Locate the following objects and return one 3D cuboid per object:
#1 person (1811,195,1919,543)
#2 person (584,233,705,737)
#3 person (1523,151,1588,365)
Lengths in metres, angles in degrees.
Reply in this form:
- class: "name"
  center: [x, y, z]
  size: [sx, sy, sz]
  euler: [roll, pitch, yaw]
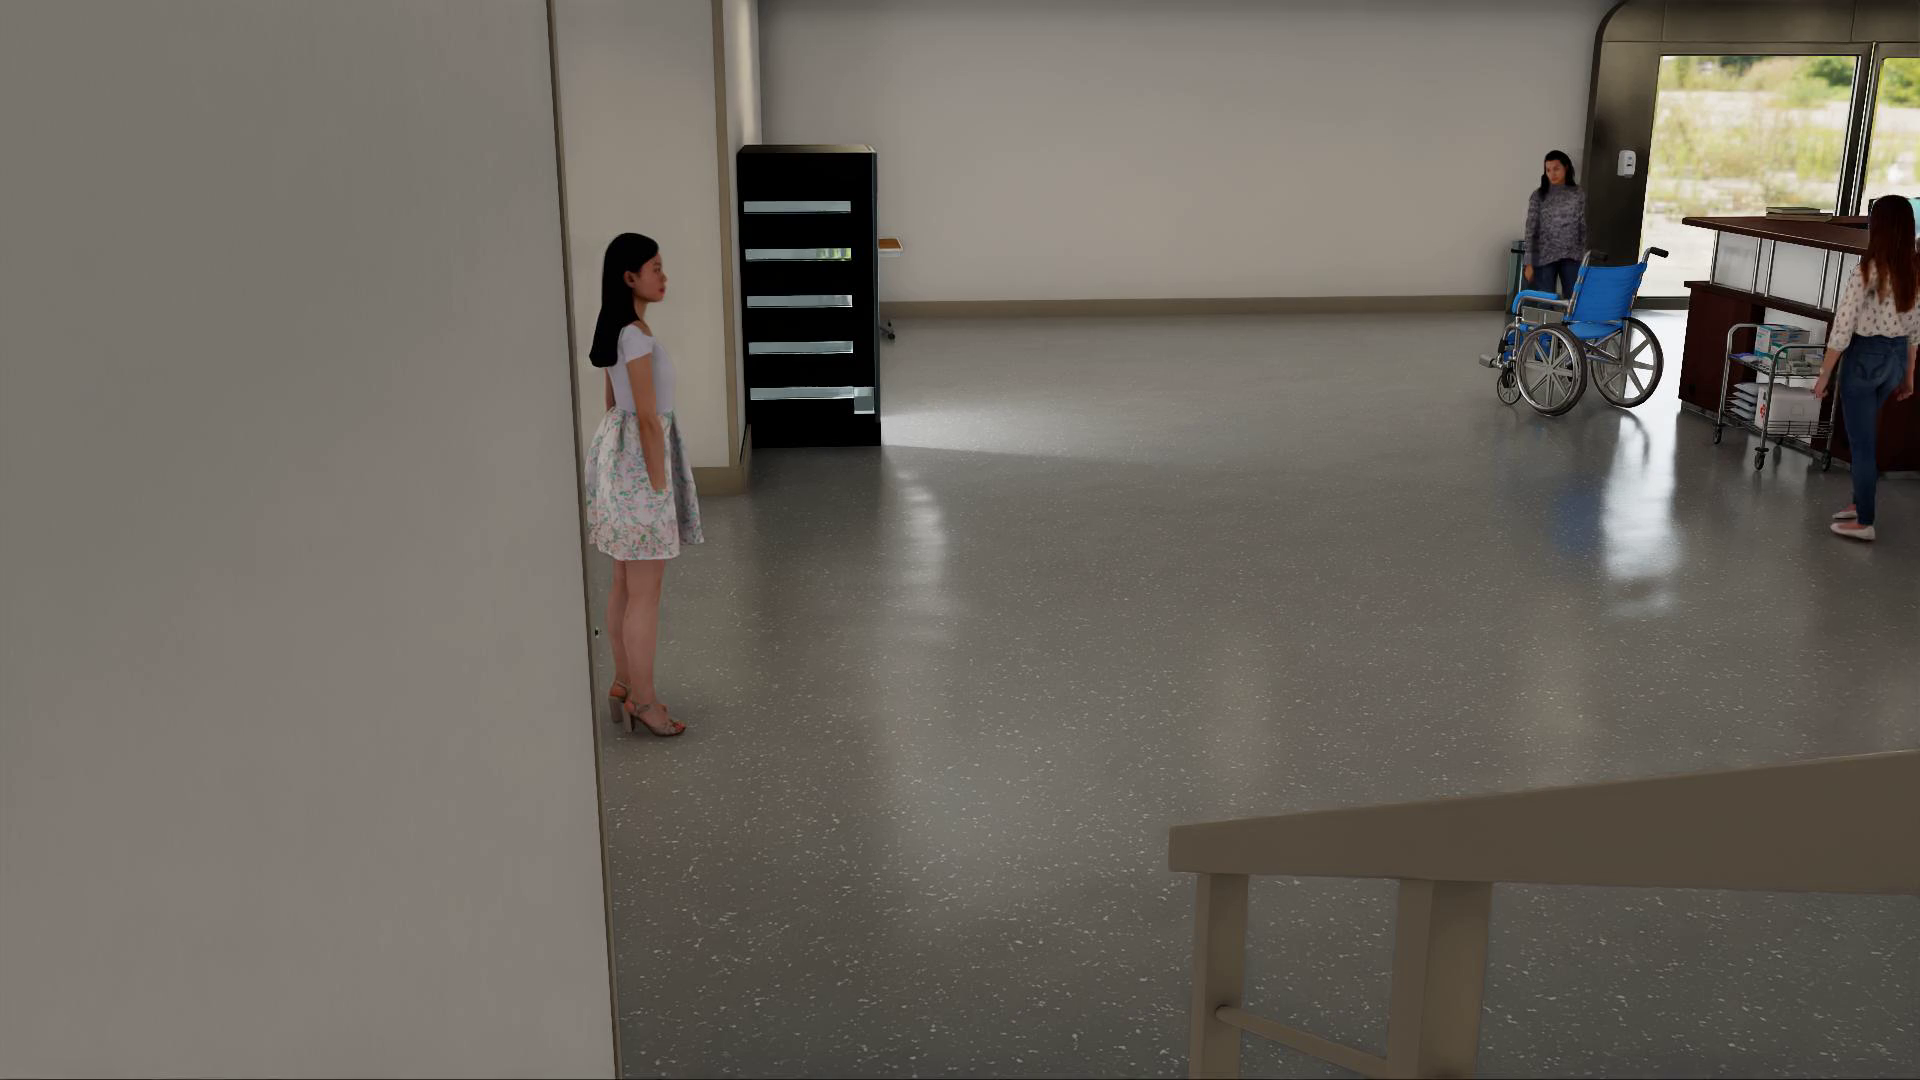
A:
- class: "person"
  center: [4.608, -0.827, 8.259]
  size: [0.670, 1.718, 0.673]
  euler: [-5, 16, -17]
- class: "person"
  center: [-1.132, -0.186, 5.883]
  size: [0.794, 1.773, 0.685]
  euler: [-7, 17, -23]
- class: "person"
  center: [4.767, -2.223, 13.260]
  size: [0.737, 1.692, 0.731]
  euler: [-1, 16, -2]
